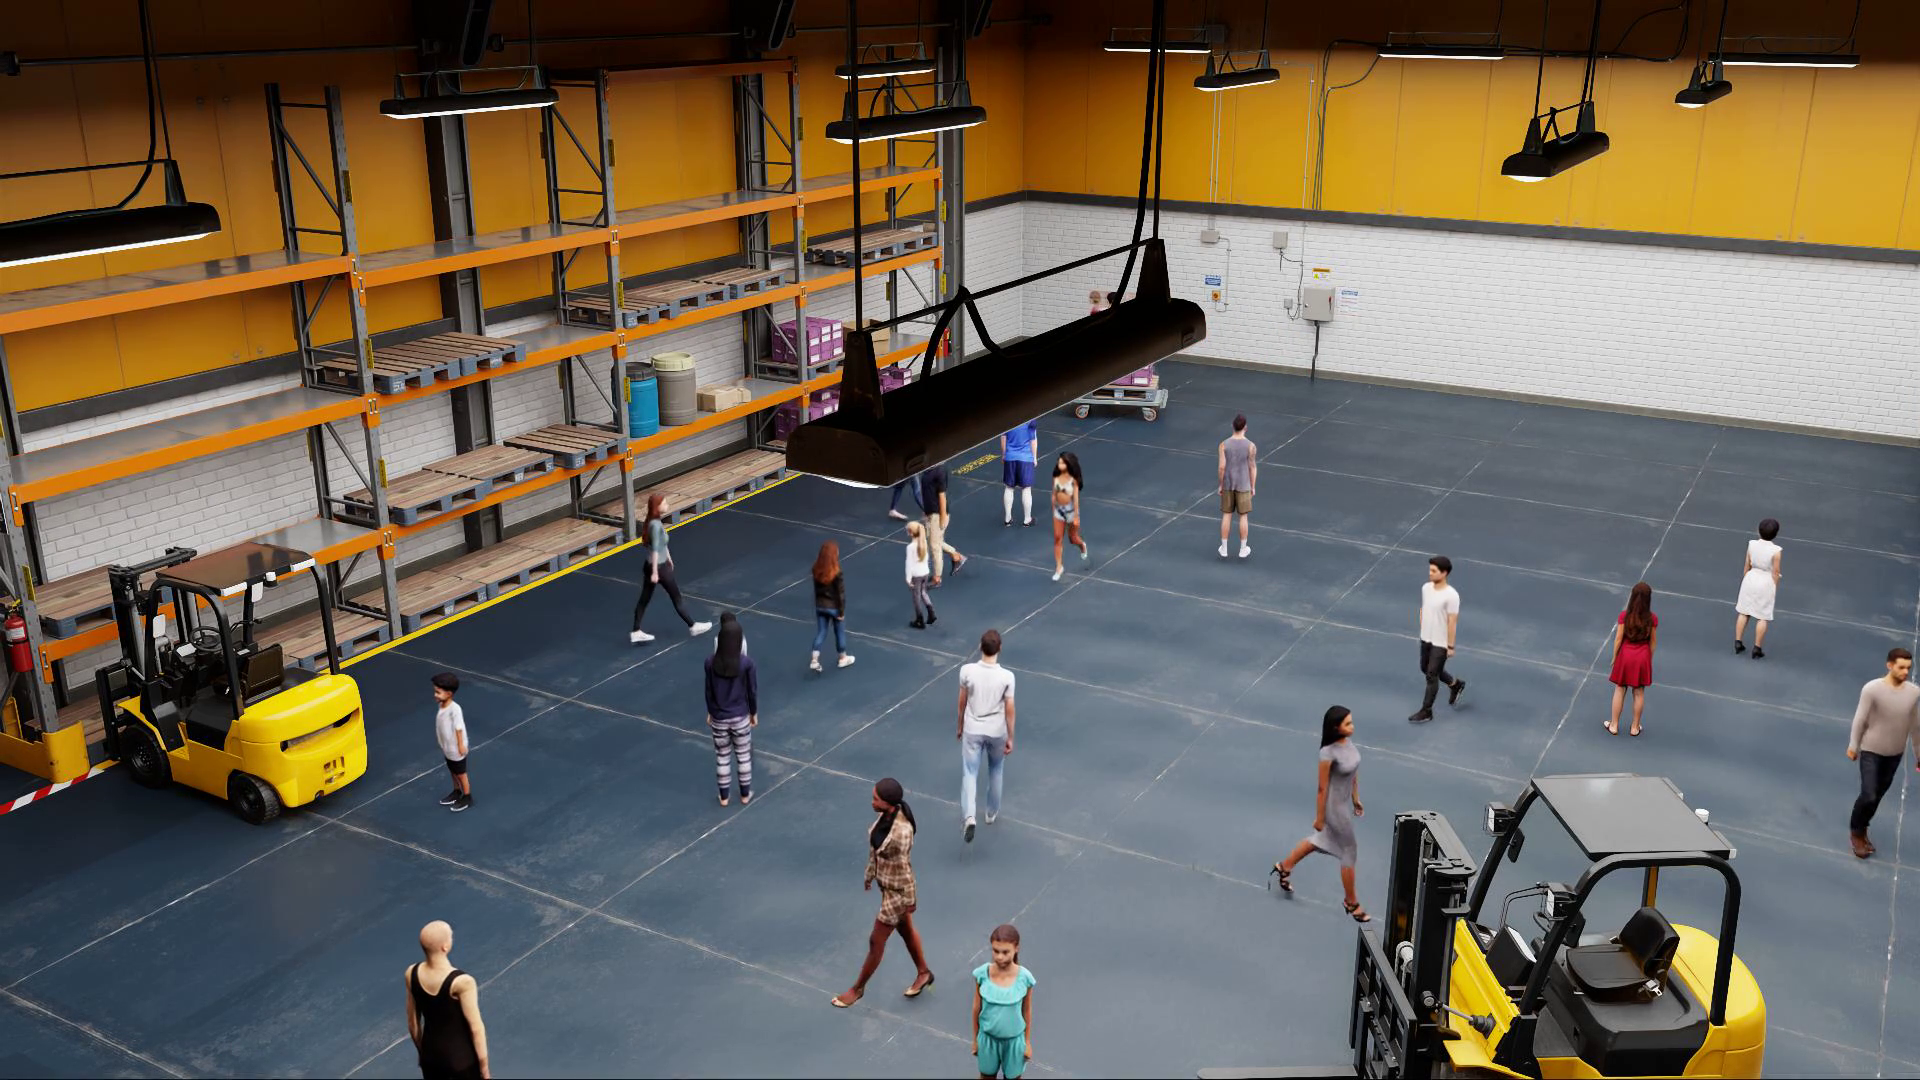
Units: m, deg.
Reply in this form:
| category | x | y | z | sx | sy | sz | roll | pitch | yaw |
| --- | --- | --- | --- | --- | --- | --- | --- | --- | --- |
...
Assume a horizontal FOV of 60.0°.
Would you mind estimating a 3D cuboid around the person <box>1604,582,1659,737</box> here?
| category | x | y | z | sx | sy | sz | roll | pitch | yaw |
| --- | --- | --- | --- | --- | --- | --- | --- | --- | --- |
| person | 6.526 | 1.146 | 16.121 | 0.617 | 1.554 | 0.679 | 4 | 19 | 12 |

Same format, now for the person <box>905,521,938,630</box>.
| category | x | y | z | sx | sy | sz | roll | pitch | yaw |
| --- | --- | --- | --- | --- | --- | --- | --- | --- | --- |
| person | -0.418 | 0.406 | 18.771 | 0.621 | 1.266 | 0.562 | 17 | 25 | 42 |

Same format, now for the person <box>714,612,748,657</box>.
| category | x | y | z | sx | sy | sz | roll | pitch | yaw |
| --- | --- | --- | --- | --- | --- | --- | --- | --- | --- |
| person | -2.218 | 1.307 | 16.120 | 0.779 | 1.250 | 0.809 | -7 | 20 | -21 |

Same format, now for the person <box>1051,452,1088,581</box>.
| category | x | y | z | sx | sy | sz | roll | pitch | yaw |
| --- | --- | --- | --- | --- | --- | --- | --- | --- | --- |
| person | 1.351 | -0.308 | 20.358 | 0.620 | 1.605 | 0.932 | 13 | 23 | 34 |

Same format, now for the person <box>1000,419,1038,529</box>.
| category | x | y | z | sx | sy | sz | roll | pitch | yaw |
| --- | --- | --- | --- | --- | --- | --- | --- | --- | --- |
| person | 0.789 | -1.083 | 22.287 | 0.709 | 1.842 | 0.636 | 7 | 20 | 19 |

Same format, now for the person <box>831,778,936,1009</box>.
| category | x | y | z | sx | sy | sz | roll | pitch | yaw |
| --- | --- | --- | --- | --- | --- | --- | --- | --- | --- |
| person | -0.377 | 2.497 | 11.794 | 1.102 | 1.755 | 0.998 | -7 | 20 | -20 |

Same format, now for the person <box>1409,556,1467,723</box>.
| category | x | y | z | sx | sy | sz | roll | pitch | yaw |
| --- | --- | --- | --- | --- | --- | --- | --- | --- | --- |
| person | 4.783 | 0.963 | 16.431 | 1.063 | 1.703 | 0.951 | -8 | 20 | -22 |

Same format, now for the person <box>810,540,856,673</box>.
| category | x | y | z | sx | sy | sz | roll | pitch | yaw |
| --- | --- | --- | --- | --- | --- | --- | --- | --- | --- |
| person | -1.419 | 0.714 | 17.542 | 0.604 | 1.466 | 0.855 | 9 | 21 | 25 |

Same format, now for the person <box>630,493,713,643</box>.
| category | x | y | z | sx | sy | sz | roll | pitch | yaw |
| --- | --- | --- | --- | --- | --- | --- | --- | --- | --- |
| person | -3.403 | 0.351 | 18.271 | 1.160 | 1.689 | 1.105 | -5 | 19 | -14 |

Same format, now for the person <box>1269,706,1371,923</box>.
| category | x | y | z | sx | sy | sz | roll | pitch | yaw |
| --- | --- | --- | --- | --- | --- | --- | --- | --- | --- |
| person | 2.831 | 2.098 | 12.998 | 0.670 | 1.742 | 1.030 | 11 | 22 | 30 |

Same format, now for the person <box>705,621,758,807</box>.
| category | x | y | z | sx | sy | sz | roll | pitch | yaw |
| --- | --- | --- | --- | --- | --- | --- | --- | --- | --- |
| person | -2.031 | 1.538 | 14.684 | 0.692 | 1.728 | 0.705 | -1 | 19 | -3 |

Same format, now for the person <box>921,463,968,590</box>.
| category | x | y | z | sx | sy | sz | roll | pitch | yaw |
| --- | --- | --- | --- | --- | --- | --- | --- | --- | --- |
| person | -0.199 | -0.328 | 20.058 | 1.063 | 1.835 | 0.956 | -10 | 21 | -28 |

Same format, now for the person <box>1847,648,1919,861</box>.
| category | x | y | z | sx | sy | sz | roll | pitch | yaw |
| --- | --- | --- | --- | --- | --- | --- | --- | --- | --- |
| person | 7.669 | 1.731 | 13.919 | 0.785 | 1.851 | 0.818 | -1 | 19 | -3 |

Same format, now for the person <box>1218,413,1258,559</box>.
| category | x | y | z | sx | sy | sz | roll | pitch | yaw |
| --- | --- | --- | --- | --- | --- | --- | --- | --- | --- |
| person | 3.466 | -0.690 | 20.833 | 0.698 | 1.847 | 0.685 | 4 | 19 | 11 |

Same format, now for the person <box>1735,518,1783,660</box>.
| category | x | y | z | sx | sy | sz | roll | pitch | yaw |
| --- | --- | --- | --- | --- | --- | --- | --- | --- | --- |
| person | 8.653 | 0.516 | 17.994 | 0.645 | 1.552 | 0.635 | -13 | 22 | -33 |

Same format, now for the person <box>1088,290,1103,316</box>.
| category | x | y | z | sx | sy | sz | roll | pitch | yaw |
| --- | --- | --- | --- | --- | --- | --- | --- | --- | --- |
| person | 2.536 | -3.673 | 30.242 | 0.968 | 1.676 | 1.005 | 1 | 19 | 2 |

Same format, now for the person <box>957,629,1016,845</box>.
| category | x | y | z | sx | sy | sz | roll | pitch | yaw |
| --- | --- | --- | --- | --- | --- | --- | --- | --- | --- |
| person | 0.196 | 1.683 | 14.098 | 0.960 | 1.828 | 1.208 | 2 | 19 | 6 |

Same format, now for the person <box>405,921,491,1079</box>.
| category | x | y | z | sx | sy | sz | roll | pitch | yaw |
| --- | --- | --- | --- | --- | --- | --- | --- | --- | --- |
| person | -3.058 | 3.091 | 9.936 | 0.680 | 1.815 | 0.588 | 6 | 19 | 17 |

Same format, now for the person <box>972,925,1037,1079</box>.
| category | x | y | z | sx | sy | sz | roll | pitch | yaw |
| --- | --- | --- | --- | --- | --- | --- | --- | --- | --- |
| person | 0.265 | 3.088 | 10.350 | 0.617 | 1.557 | 0.633 | 3 | 19 | 10 |

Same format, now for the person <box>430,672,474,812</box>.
| category | x | y | z | sx | sy | sz | roll | pitch | yaw |
| --- | --- | --- | --- | --- | --- | --- | --- | --- | --- |
| person | -4.485 | 1.763 | 14.753 | 0.542 | 1.258 | 0.546 | 16 | 25 | 40 |
